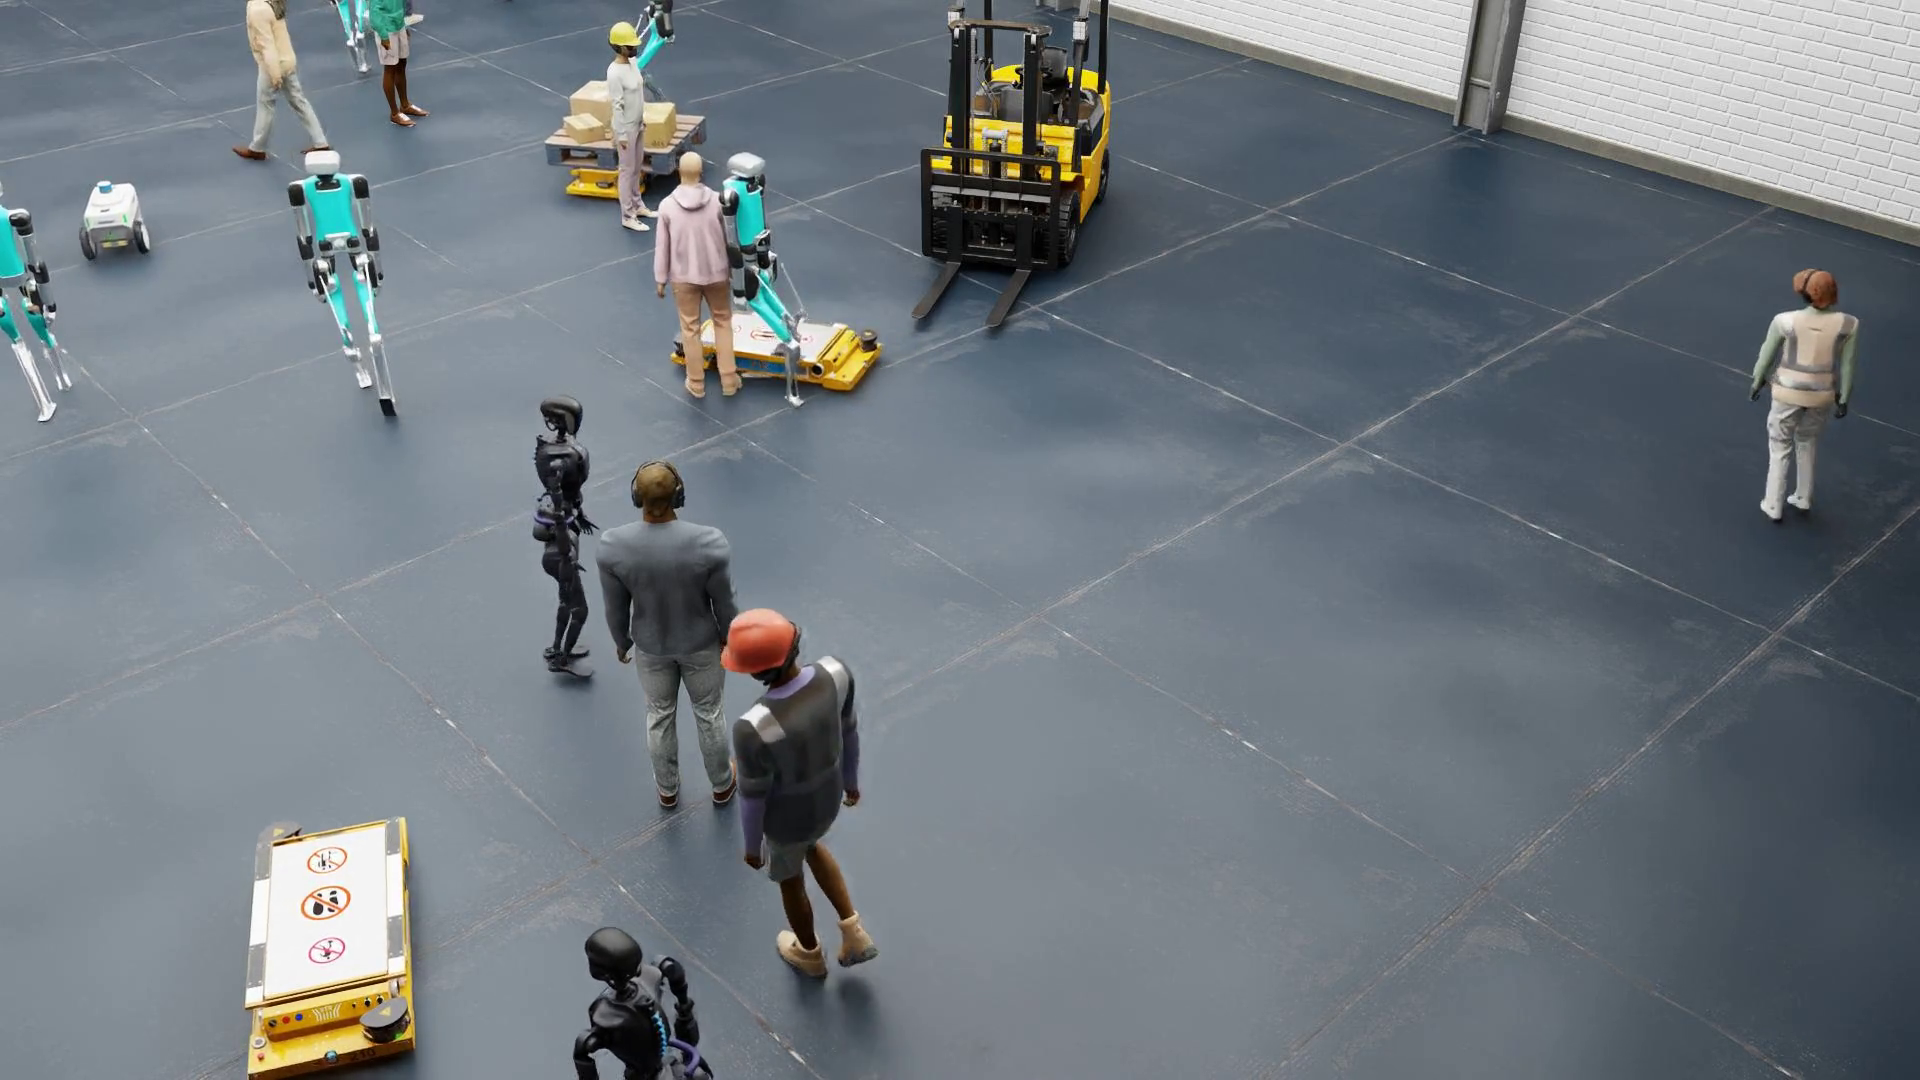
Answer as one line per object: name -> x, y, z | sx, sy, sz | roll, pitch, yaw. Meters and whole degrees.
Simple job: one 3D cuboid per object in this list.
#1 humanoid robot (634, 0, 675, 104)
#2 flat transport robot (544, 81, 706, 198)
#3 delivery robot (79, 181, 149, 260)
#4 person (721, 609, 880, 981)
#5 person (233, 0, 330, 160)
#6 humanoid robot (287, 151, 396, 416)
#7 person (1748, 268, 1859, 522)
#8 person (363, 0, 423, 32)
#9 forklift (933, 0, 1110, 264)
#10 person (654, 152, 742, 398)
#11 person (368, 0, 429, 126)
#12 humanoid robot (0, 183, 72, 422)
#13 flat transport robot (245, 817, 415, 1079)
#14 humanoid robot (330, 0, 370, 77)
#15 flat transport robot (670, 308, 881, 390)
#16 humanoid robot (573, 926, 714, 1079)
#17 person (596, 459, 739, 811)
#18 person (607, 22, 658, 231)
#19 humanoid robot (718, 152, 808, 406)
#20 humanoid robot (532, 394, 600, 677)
humanoid robot -> -3.170, -5.165, 16.757 | 0.667, 1.791, 0.542 | -15, 36, -22
flat transport robot -> -3.105, -3.550, 15.630 | 0.659, 0.231, 1.431 | 7, 34, 11
delivery robot -> -7.189, -2.735, 14.120 | 0.499, 0.601, 0.796 | -10, 34, -15
person -> -0.665, 1.100, 6.893 | 0.496, 2.005, 0.640 | 28, 42, 36
person -> -6.526, -4.487, 15.647 | 0.896, 1.831, 0.574 | -1, 33, -1
humanoid robot -> -4.196, -1.705, 11.454 | 0.541, 1.763, 0.965 | -13, 35, -19
person -> 5.186, -0.884, 10.295 | 0.541, 1.600, 0.451 | 6, 34, 9
person -> -6.712, -6.839, 19.243 | 0.817, 1.832, 0.797 | 12, 35, 18
forklift -> 0.570, -3.725, 14.138 | 1.214, 2.155, 2.313 | 9, 34, 13
person -> -1.818, -1.819, 11.596 | 0.604, 1.771, 0.413 | -7, 34, -11
person -> -5.669, -5.079, 16.530 | 0.396, 1.851, 0.494 | 6, 34, 9
humanoid robot -> -6.450, -1.664, 11.460 | 0.549, 1.864, 0.833 | -9, 34, -13
flat transport robot -> -2.816, 1.763, 7.464 | 0.659, 0.231, 1.431 | -9, 34, -14
humanoid robot -> -6.525, -5.700, 17.690 | 0.566, 1.895, 0.751 | -3, 33, -5
flat transport robot -> -1.367, -1.426, 12.365 | 1.431, 0.231, 0.659 | 10, 34, 15
humanoid robot -> -1.056, 1.984, 5.829 | 0.387, 1.643, 0.612 | 18, 37, 25
person -> -1.351, 0.479, 7.913 | 0.626, 1.934, 0.373 | -1, 33, -1
person -> -2.806, -3.544, 14.247 | 0.319, 1.767, 0.533 | 5, 33, 8
humanoid robot -> -1.254, -1.797, 11.621 | 0.845, 1.790, 0.555 | 11, 35, 16
humanoid robot -> -2.143, -0.036, 8.946 | 0.393, 1.645, 0.589 | -3, 33, -5
